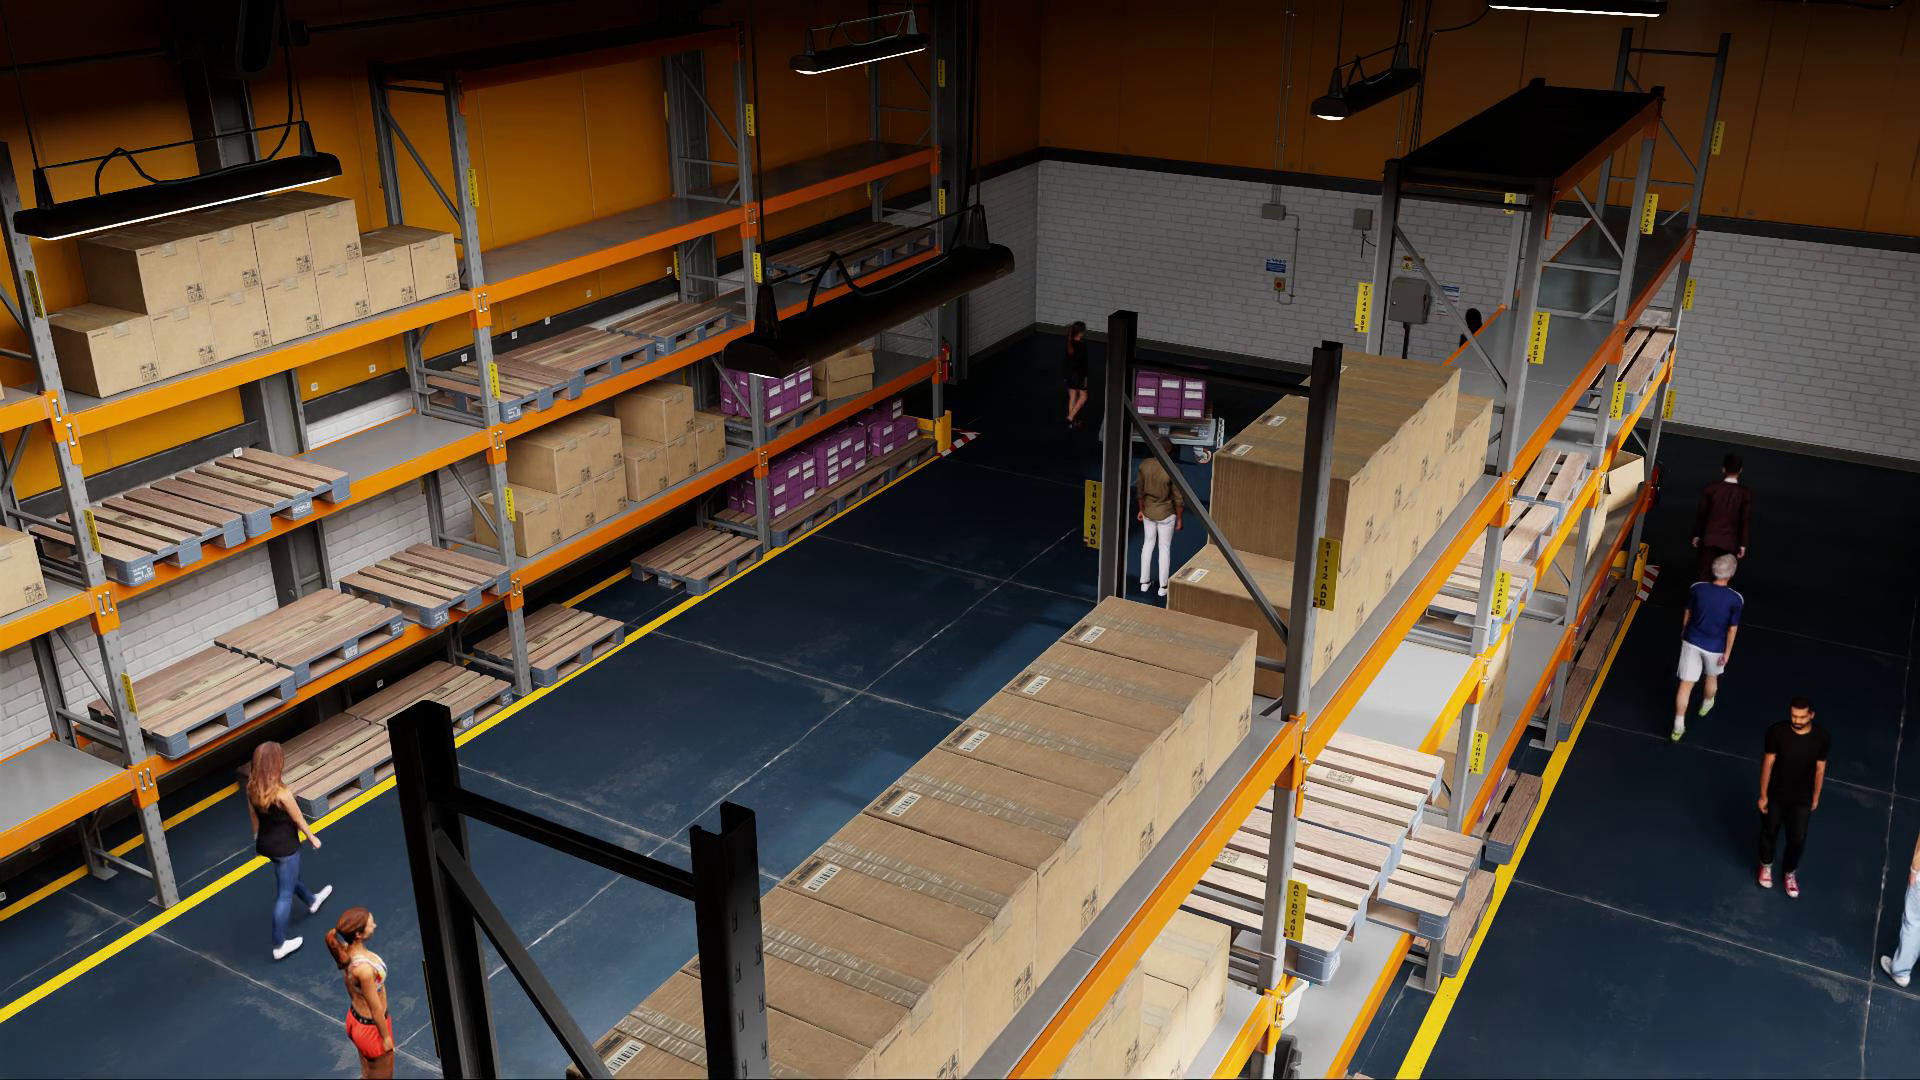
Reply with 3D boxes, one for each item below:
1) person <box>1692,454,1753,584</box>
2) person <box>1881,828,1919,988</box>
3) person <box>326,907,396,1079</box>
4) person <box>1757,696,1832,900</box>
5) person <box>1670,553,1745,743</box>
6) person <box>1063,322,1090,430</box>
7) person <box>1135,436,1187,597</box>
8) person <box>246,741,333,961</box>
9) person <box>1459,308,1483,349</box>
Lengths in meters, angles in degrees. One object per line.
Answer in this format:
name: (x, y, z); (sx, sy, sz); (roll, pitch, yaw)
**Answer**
person: (7.993, 0.027, 17.544); (0.756, 1.836, 1.089); (12, 26, 25)
person: (7.122, 2.424, 12.029); (0.739, 1.860, 0.683); (4, 24, 10)
person: (-3.749, 3.103, 10.567); (0.653, 1.789, 0.658); (-18, 29, -35)
person: (6.551, 1.970, 13.225); (0.703, 1.734, 0.727); (7, 25, 16)
person: (6.841, 1.016, 15.341); (0.616, 1.789, 1.145); (13, 27, 28)
person: (1.572, -2.268, 23.152); (0.596, 1.548, 0.677); (17, 29, 34)
person: (2.187, -0.277, 18.253); (0.749, 1.825, 0.589); (16, 28, 32)
person: (-5.140, 2.350, 12.419); (0.592, 1.685, 0.974); (13, 27, 27)
person: (7.108, -2.387, 23.197); (0.632, 1.732, 0.737); (-11, 26, -24)
